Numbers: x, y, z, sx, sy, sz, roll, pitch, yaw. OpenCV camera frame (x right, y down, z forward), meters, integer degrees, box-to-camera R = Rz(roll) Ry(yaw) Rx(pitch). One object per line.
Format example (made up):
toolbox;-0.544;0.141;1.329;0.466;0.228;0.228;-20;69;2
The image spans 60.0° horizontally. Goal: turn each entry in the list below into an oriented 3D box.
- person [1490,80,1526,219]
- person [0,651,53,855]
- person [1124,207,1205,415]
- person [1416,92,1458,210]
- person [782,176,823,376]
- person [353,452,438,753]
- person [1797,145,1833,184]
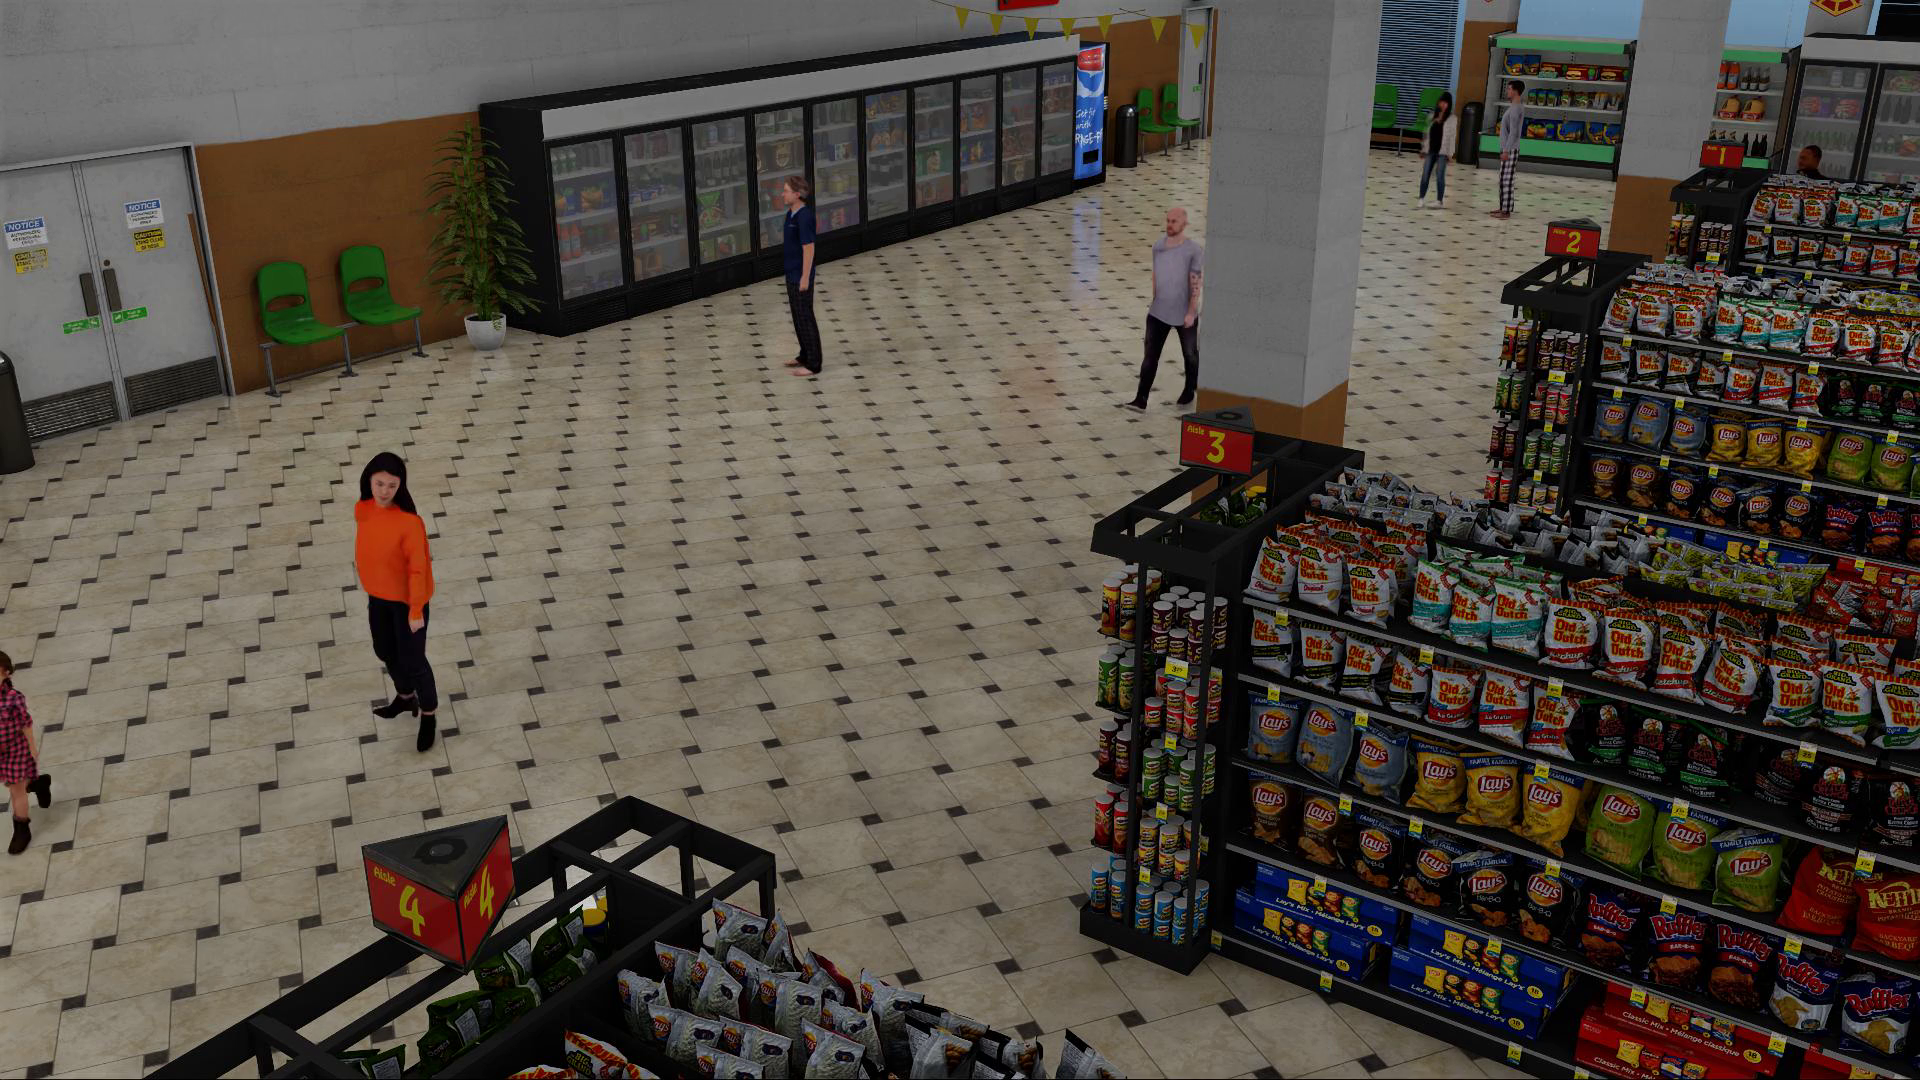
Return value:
person;7.614;-5.412;23.009;0.635;1.848;0.681;7;23;16
person;-4.674;0.993;8.186;0.694;1.014;0.714;-1;22;-3
person;1.940;-2.009;14.612;1.063;1.792;0.748;15;26;32
person;6.798;-5.519;23.566;0.524;1.630;0.725;18;28;37
person;-1.510;-2.509;15.751;0.797;1.871;0.687;-8;23;-19
person;-3.003;0.312;8.938;0.875;1.716;0.543;-20;29;-40
person;8.777;-3.107;17.231;1.237;1.877;1.226;-5;23;-13
